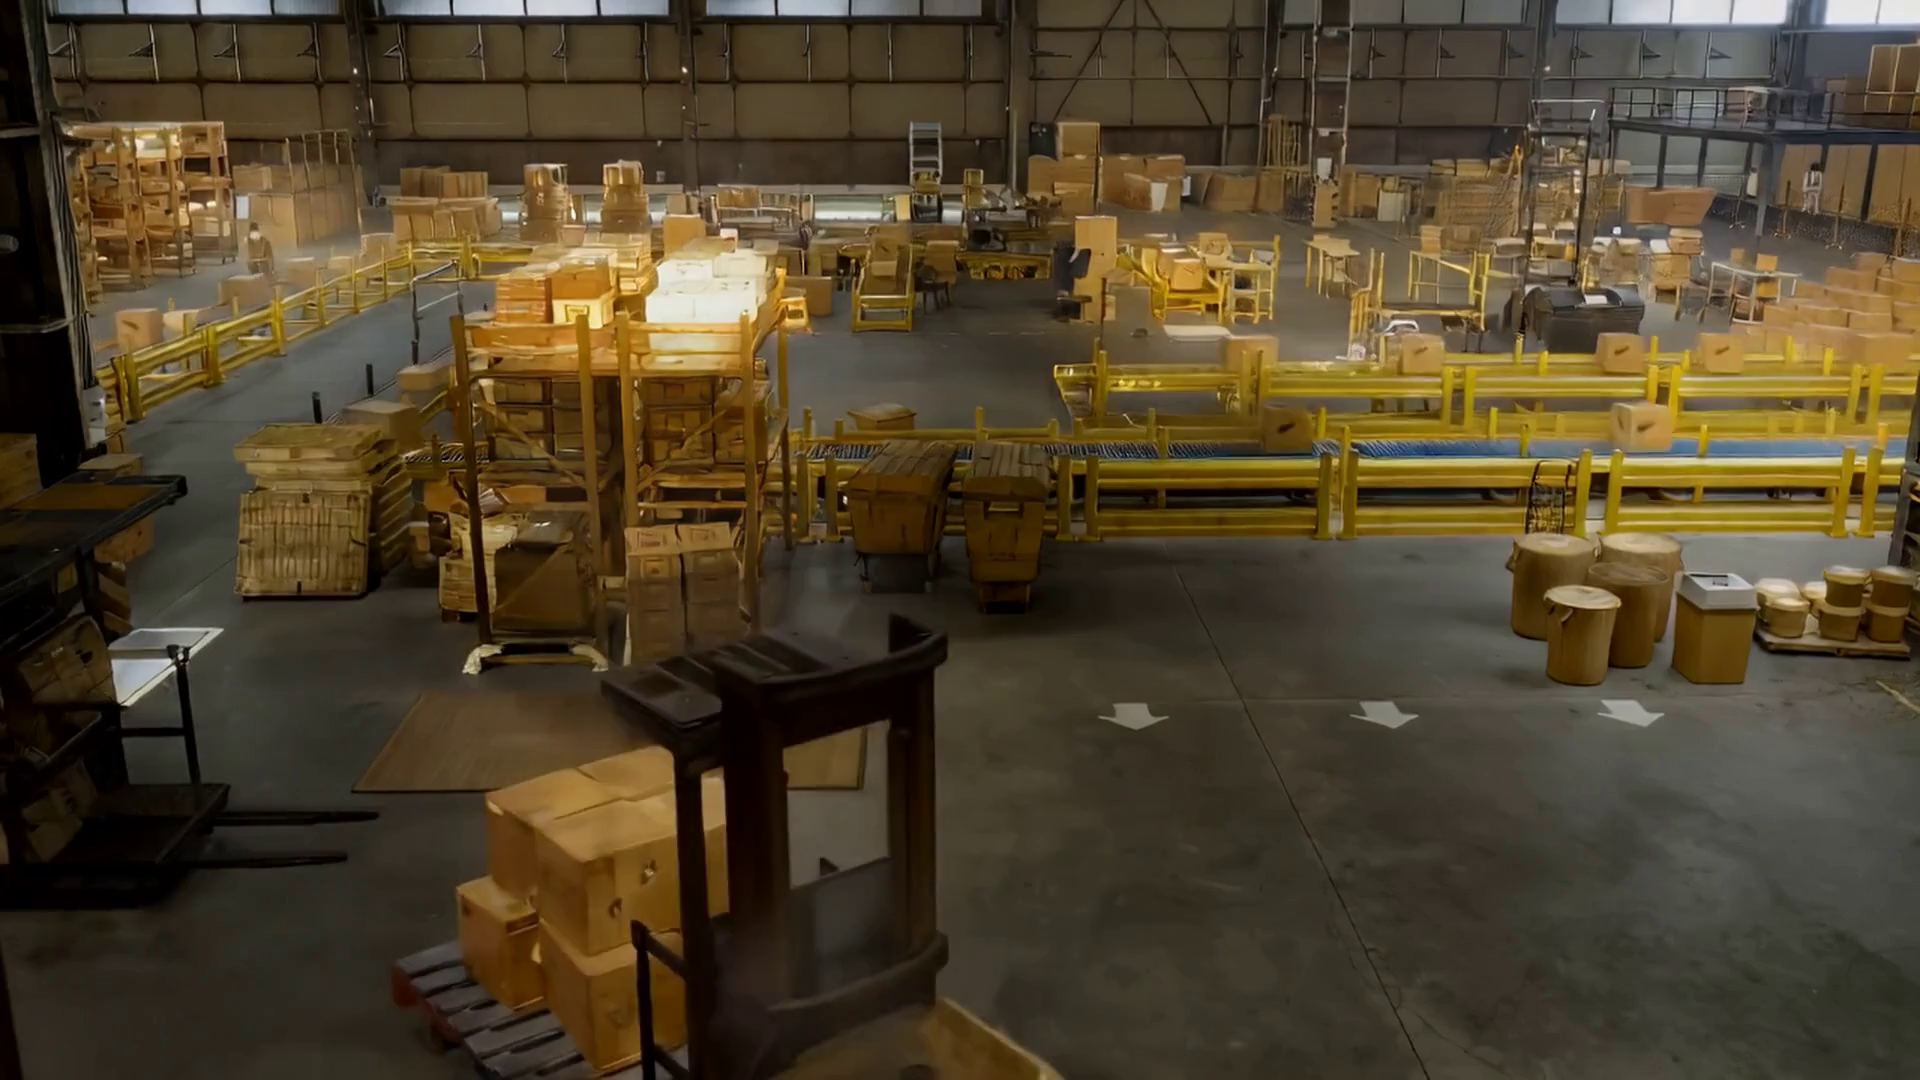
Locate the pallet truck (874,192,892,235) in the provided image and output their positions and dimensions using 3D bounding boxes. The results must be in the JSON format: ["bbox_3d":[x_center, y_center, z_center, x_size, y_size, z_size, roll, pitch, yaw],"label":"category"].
[{"bbox_3d":[-2.277,-9.986,50.594,0.653,1.274,1.630,0,16,-1],"label":"pallet truck"}]

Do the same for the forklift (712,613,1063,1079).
[{"bbox_3d":[-0.503,1.745,7.012,1.129,2.768,1.873,-13,20,-37],"label":"forklift"}]

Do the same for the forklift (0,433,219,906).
[{"bbox_3d":[-5.952,0.780,10.366,1.873,2.768,1.129,0,16,-1],"label":"forklift"}]

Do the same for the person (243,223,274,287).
[{"bbox_3d":[-14.886,-5.854,35.375,0.607,1.792,0.915,-3,16,-10],"label":"person"}]

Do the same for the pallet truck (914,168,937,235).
[{"bbox_3d":[-0.989,-10.316,50.507,0.823,1.965,1.885,1,16,3],"label":"pallet truck"}]

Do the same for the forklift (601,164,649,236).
[{"bbox_3d":[-9.948,-10.127,49.296,1.157,1.987,2.680,-1,16,-3],"label":"forklift"}]

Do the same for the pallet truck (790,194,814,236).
[{"bbox_3d":[-4.814,-9.883,50.259,0.704,1.261,1.522,-1,16,-3],"label":"pallet truck"}]

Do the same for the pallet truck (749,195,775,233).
[{"bbox_3d":[-6.051,-9.967,50.660,0.680,1.201,1.601,0,16,-1],"label":"pallet truck"}]

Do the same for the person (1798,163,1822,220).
[{"bbox_3d":[28.210,-11.530,55.010,0.587,1.854,0.906,-1,16,-4],"label":"person"}]

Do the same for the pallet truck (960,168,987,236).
[{"bbox_3d":[0.383,-10.230,50.206,0.823,1.965,1.885,-1,16,-3],"label":"pallet truck"}]

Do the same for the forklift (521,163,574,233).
[{"bbox_3d":[-12.233,-10.122,49.298,1.157,1.987,2.680,0,16,-1],"label":"forklift"}]

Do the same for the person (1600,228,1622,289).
[{"bbox_3d":[13.460,-5.557,34.379,0.522,1.768,0.313,-8,18,-26],"label":"person"}]
